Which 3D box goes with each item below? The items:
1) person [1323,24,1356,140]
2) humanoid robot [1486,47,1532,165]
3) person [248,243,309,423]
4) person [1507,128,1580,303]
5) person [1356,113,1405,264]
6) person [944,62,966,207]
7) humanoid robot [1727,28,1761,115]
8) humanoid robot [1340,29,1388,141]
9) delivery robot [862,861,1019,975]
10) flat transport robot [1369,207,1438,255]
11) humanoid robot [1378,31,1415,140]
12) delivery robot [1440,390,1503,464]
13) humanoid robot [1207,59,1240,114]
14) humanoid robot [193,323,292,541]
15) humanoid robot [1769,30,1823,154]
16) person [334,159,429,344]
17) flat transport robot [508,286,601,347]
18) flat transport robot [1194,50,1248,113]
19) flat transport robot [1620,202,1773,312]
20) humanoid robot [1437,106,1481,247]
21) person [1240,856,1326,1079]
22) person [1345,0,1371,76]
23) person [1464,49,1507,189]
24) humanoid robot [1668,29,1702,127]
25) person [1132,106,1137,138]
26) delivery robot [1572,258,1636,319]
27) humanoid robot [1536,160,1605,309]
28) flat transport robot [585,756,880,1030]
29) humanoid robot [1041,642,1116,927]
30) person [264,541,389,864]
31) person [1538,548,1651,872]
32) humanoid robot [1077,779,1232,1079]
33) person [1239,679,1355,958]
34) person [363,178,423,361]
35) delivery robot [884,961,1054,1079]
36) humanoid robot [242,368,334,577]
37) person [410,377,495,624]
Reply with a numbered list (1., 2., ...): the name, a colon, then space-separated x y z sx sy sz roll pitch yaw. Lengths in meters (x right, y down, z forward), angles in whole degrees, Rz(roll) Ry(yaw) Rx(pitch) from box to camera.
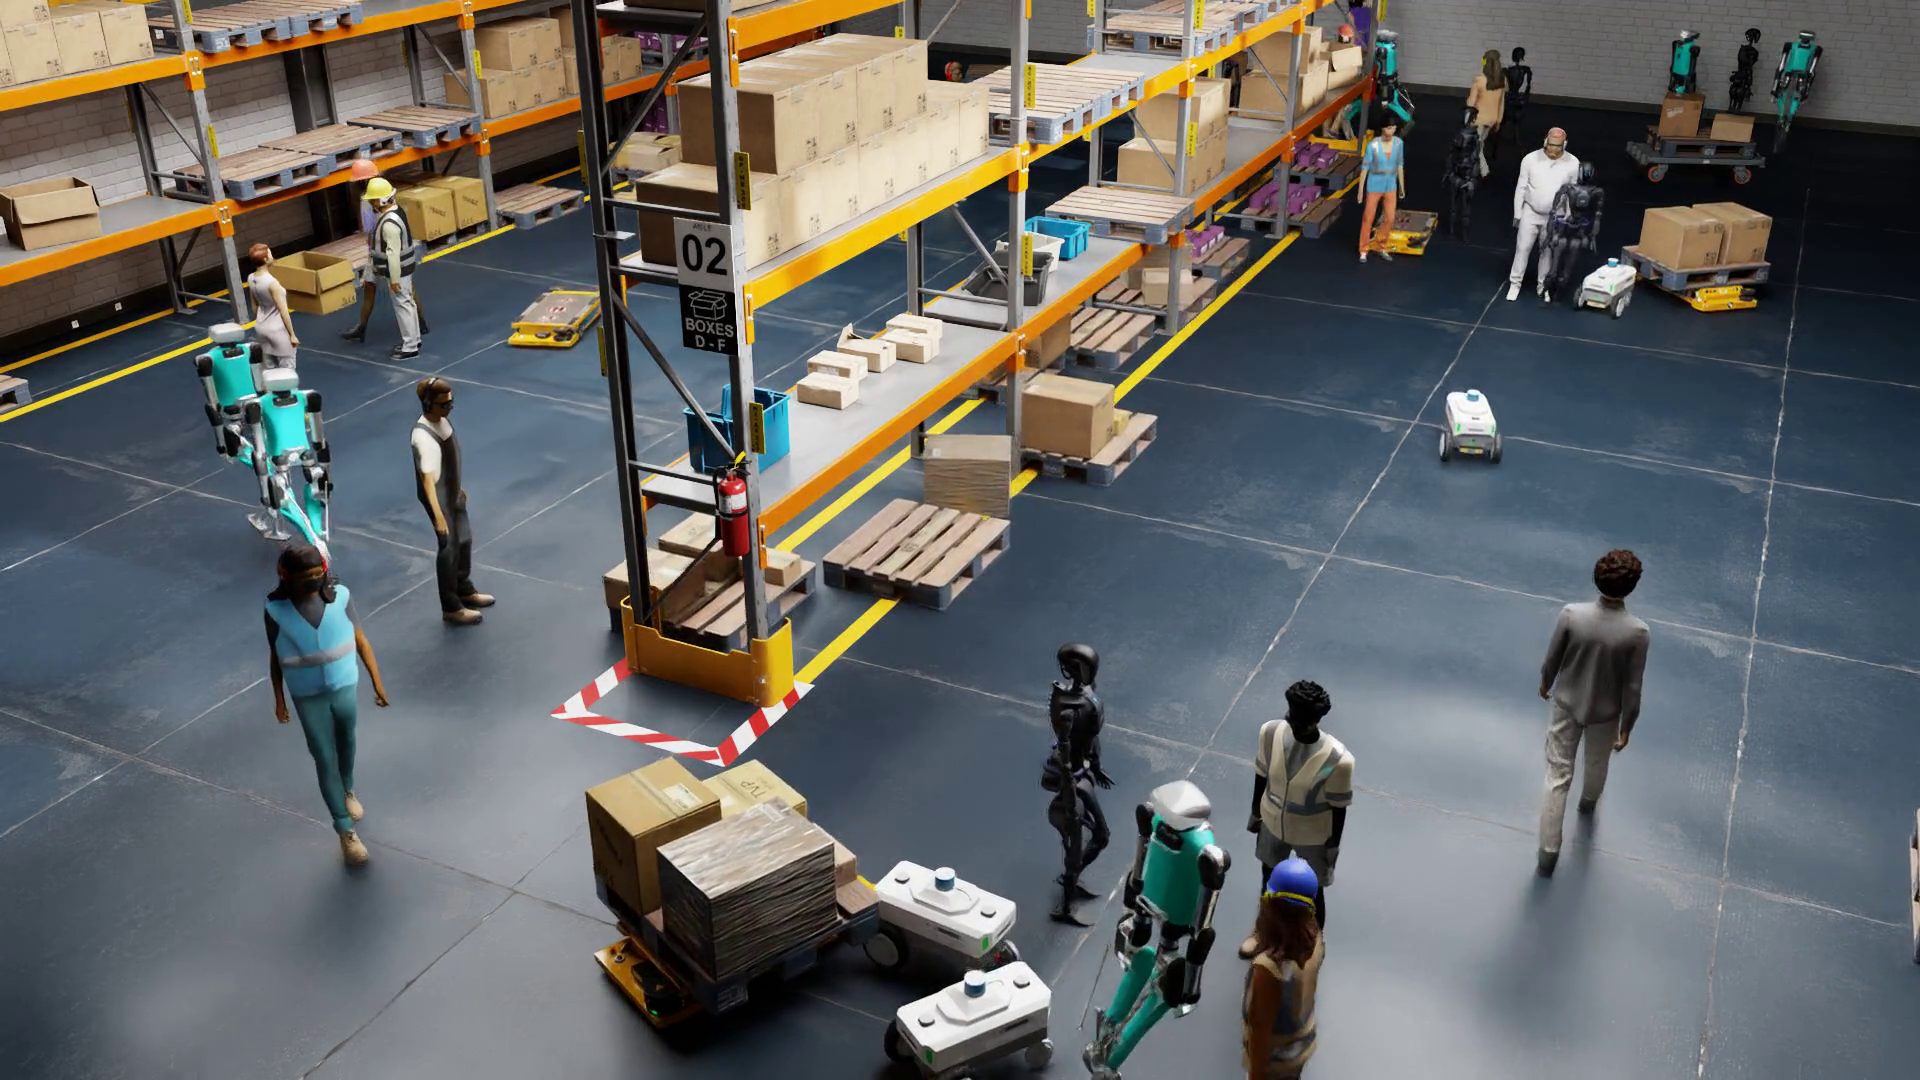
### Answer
1. person: 5.700 -6.853 24.970 0.430 1.732 0.582 -10 28 -19
2. humanoid robot: 7.901 -6.186 23.729 0.609 1.636 0.734 -9 28 -18
3. person: -6.140 -1.851 14.944 0.443 1.662 0.286 14 30 26
4. person: 6.326 -3.519 18.049 0.638 1.902 0.410 6 27 12
5. person: 4.903 -4.089 19.371 0.579 1.756 0.376 -6 27 -12
6. person: -0.132 -5.311 21.727 0.394 1.847 0.563 10 28 20
7. humanoid robot: 11.732 -6.830 24.970 0.315 1.657 0.599 4 27 8
8. humanoid robot: 5.862 -6.583 24.455 0.749 1.814 0.530 12 29 23
9. delivery robot: -0.092 1.936 8.527 0.753 0.579 0.499 15 30 28
10. flat transport robot: 5.464 -3.806 20.465 0.659 0.231 1.431 10 28 19
11. humanoid robot: 6.393 -6.412 24.157 0.763 1.841 0.530 14 30 26
12. delivery robot: 4.441 -1.017 14.490 0.499 0.577 0.769 4 27 7
13. humanoid robot: 3.782 -6.369 24.050 0.610 1.645 0.323 20 33 35
14. humanoid robot: -5.310 -0.744 12.623 0.933 1.755 0.565 17 31 31
15. humanoid robot: 12.068 -6.427 24.146 0.581 1.788 0.863 11 29 22
16. person: -5.932 -2.893 16.797 0.964 1.887 0.546 -23 35 -39
17. flat transport robot: -4.207 -2.355 17.534 0.659 0.231 1.431 3 26 6
18. flat transport robot: 4.112 -7.282 27.488 1.431 0.231 0.659 21 33 36
19. flat transport robot: 8.156 -2.869 18.573 0.659 0.231 1.431 -6 27 -12
20. humanoid robot: 6.056 -4.387 20.037 0.315 1.657 0.599 -9 28 -18
21. person: 1.280 2.149 6.785 0.386 1.733 0.655 18 31 32
22. person: 6.538 -8.208 27.555 0.541 1.860 0.998 -14 30 -27
23. person: 7.090 -5.674 22.460 0.576 1.852 0.832 -9 28 -18
24. humanoid robot: 10.806 -6.566 24.495 0.825 1.875 0.549 -7 27 -14
25. person: 2.648 -6.574 24.341 0.522 1.798 0.495 6 27 13
26. delivery robot: 7.007 -2.729 17.990 0.499 0.614 0.818 21 33 36
27. humanoid robot: 6.530 -3.270 17.807 0.591 1.640 0.403 1 26 3
28. flat transport robot: -1.117 2.019 8.701 1.431 0.231 0.659 -20 32 -34
29. humanoid robot: 0.607 1.270 8.615 0.335 1.648 0.588 8 27 16
30. person: -3.494 0.869 9.255 0.559 1.833 0.806 -18 32 -33
31. person: 3.488 0.873 9.238 0.536 1.846 0.989 11 28 21
32. humanoid robot: 0.740 1.929 7.270 0.759 1.813 0.531 -16 30 -29
33. person: 1.674 1.429 8.291 0.535 1.691 0.318 21 33 36
34. person: -5.585 -2.679 16.442 0.403 1.824 0.590 -6 27 -11
35. delivery robot: 0.051 2.296 7.815 0.774 0.592 0.499 -14 30 -27
36. humanoid robot: -4.534 -0.262 11.678 0.552 1.758 1.002 -20 33 -35
37. person: -3.570 -0.277 11.578 0.369 1.831 0.532 1 26 1
